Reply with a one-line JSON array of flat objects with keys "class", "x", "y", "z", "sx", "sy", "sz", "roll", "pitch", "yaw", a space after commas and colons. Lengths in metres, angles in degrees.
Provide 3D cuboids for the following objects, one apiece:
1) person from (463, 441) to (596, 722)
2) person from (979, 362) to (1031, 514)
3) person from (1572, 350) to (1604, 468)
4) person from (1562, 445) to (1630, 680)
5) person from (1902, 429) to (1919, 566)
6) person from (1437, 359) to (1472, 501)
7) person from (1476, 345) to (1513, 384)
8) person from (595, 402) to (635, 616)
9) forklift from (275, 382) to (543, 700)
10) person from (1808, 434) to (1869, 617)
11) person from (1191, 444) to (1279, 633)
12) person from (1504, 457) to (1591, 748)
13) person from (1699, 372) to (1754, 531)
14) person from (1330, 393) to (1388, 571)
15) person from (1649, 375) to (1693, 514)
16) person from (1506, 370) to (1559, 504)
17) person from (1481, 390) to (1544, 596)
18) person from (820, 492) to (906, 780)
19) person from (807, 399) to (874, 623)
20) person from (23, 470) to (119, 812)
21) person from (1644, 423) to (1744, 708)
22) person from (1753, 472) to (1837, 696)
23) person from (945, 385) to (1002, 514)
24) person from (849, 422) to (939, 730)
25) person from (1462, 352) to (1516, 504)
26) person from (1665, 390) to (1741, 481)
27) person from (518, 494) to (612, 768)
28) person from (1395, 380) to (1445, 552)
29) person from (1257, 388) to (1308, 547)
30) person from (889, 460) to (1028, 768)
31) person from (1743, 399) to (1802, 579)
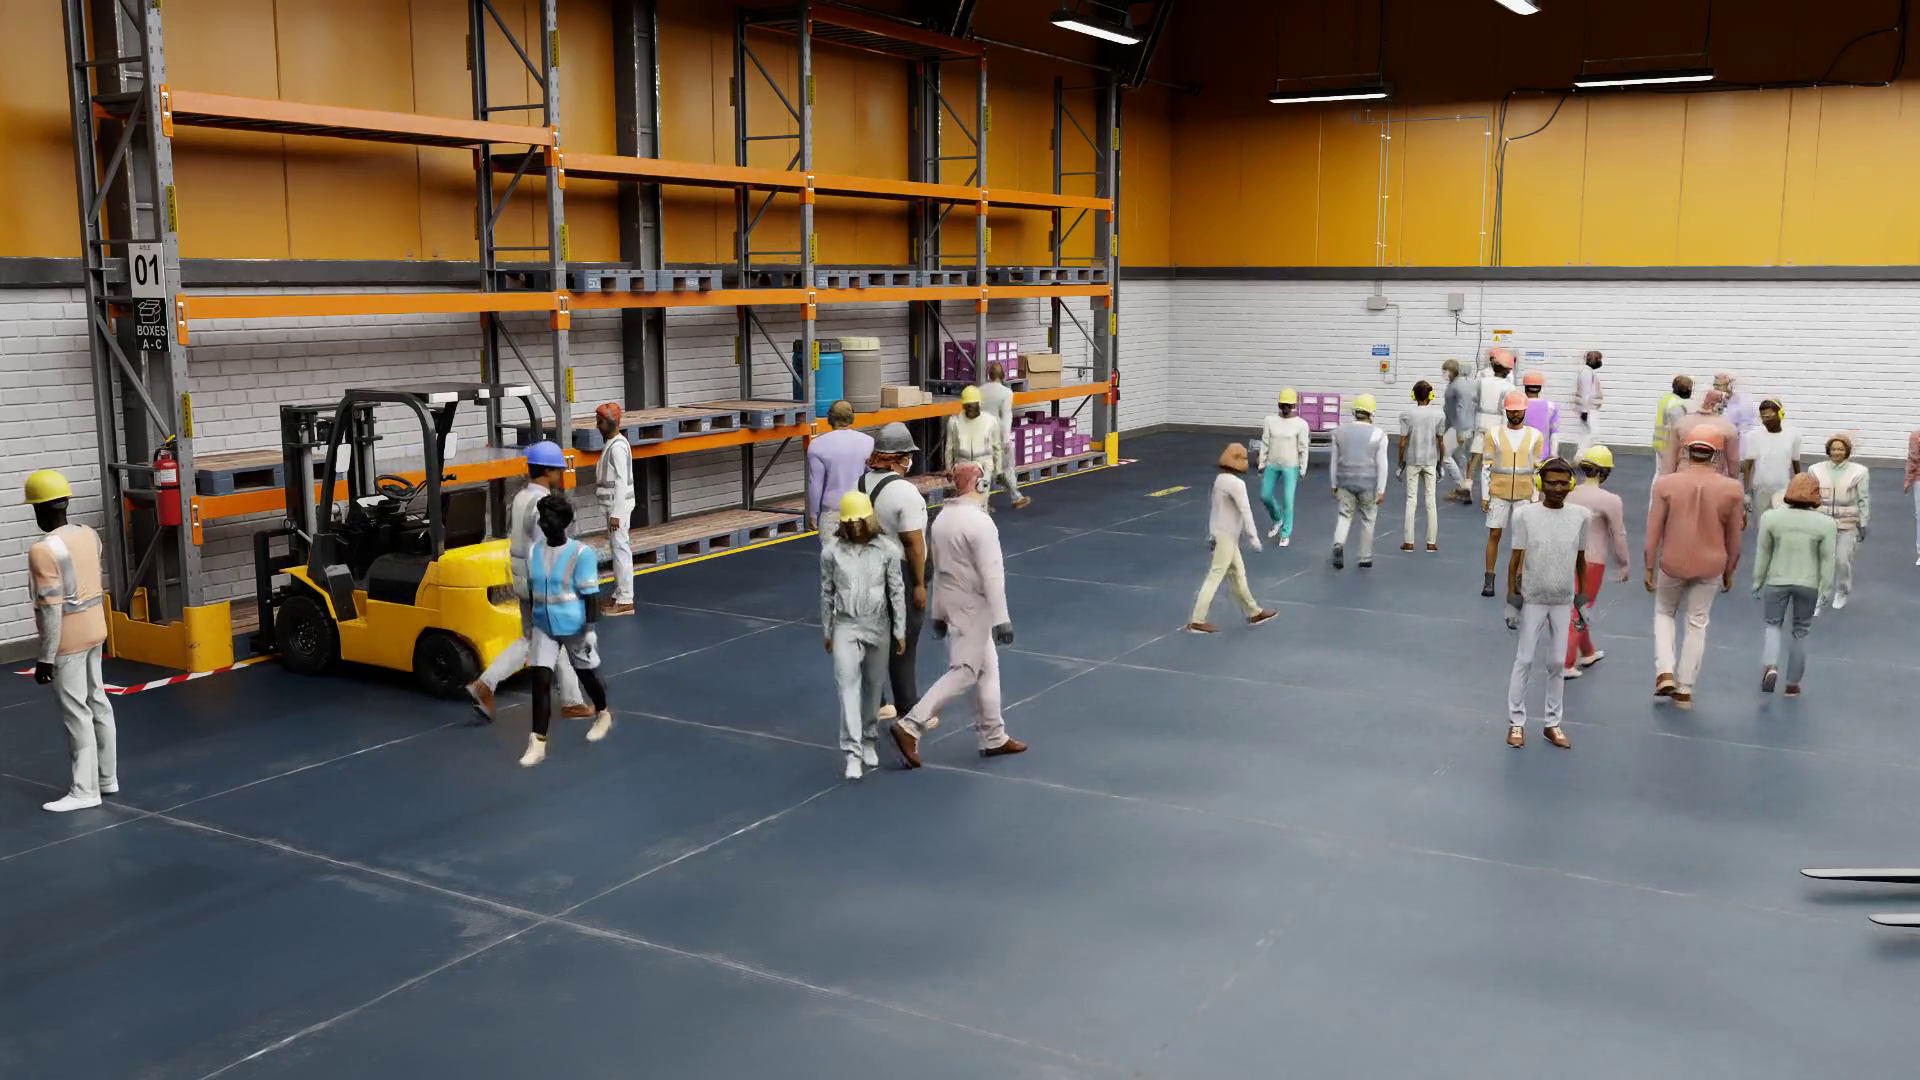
[{"class": "person", "x": -2.859, "y": 0.296, "z": 11.044, "sx": 0.825, "sy": 1.910, "sz": 0.623, "roll": -5, "pitch": 11, "yaw": -31}, {"class": "person", "x": 0.509, "y": -1.285, "z": 20.941, "sx": 0.655, "sy": 1.892, "sz": 0.975, "roll": 8, "pitch": 12, "yaw": 42}, {"class": "person", "x": 9.702, "y": -2.003, "z": 25.650, "sx": 0.448, "sy": 1.828, "sz": 0.656, "roll": 4, "pitch": 10, "yaw": 22}, {"class": "person", "x": 4.733, "y": 0.158, "z": 12.426, "sx": 0.832, "sy": 1.727, "sz": 0.546, "roll": -6, "pitch": 11, "yaw": -35}, {"class": "person", "x": 10.028, "y": -0.596, "z": 17.122, "sx": 0.541, "sy": 1.750, "sz": 0.461, "roll": 6, "pitch": 11, "yaw": 33}, {"class": "person", "x": 6.504, "y": -1.431, "z": 21.851, "sx": 0.462, "sy": 1.897, "sz": 0.743, "roll": 2, "pitch": 9, "yaw": 12}, {"class": "person", "x": 8.121, "y": -1.998, "z": 25.331, "sx": 0.550, "sy": 1.918, "sz": 0.638, "roll": 3, "pitch": 10, "yaw": 20}, {"class": "person", "x": -3.049, "y": -0.276, "z": 14.681, "sx": 0.356, "sy": 1.887, "sz": 0.573, "roll": -3, "pitch": 9, "yaw": -15}, {"class": "forklift", "x": -3.974, "y": -0.067, "z": 12.417, "sx": 2.313, "sy": 2.155, "sz": 1.214, "roll": 5, "pitch": 11, "yaw": 30}, {"class": "person", "x": 7.760, "y": -0.138, "z": 14.733, "sx": 0.519, "sy": 1.623, "sz": 0.759, "roll": 6, "pitch": 11, "yaw": 34}, {"class": "person", "x": 2.318, "y": -0.008, "z": 13.936, "sx": 0.856, "sy": 1.591, "sz": 0.518, "roll": -1, "pitch": 9, "yaw": -9}, {"class": "person", "x": 3.727, "y": 0.397, "z": 10.548, "sx": 0.533, "sy": 1.864, "sz": 0.310, "roll": 0, "pitch": 9, "yaw": 3}, {"class": "person", "x": 8.718, "y": -0.975, "z": 19.013, "sx": 0.685, "sy": 1.890, "sz": 0.657, "roll": -7, "pitch": 11, "yaw": -36}, {"class": "person", "x": 3.985, "y": -0.565, "z": 16.690, "sx": 0.599, "sy": 1.820, "sz": 0.638, "roll": 5, "pitch": 10, "yaw": 29}, {"class": "person", "x": 8.612, "y": -1.093, "z": 20.038, "sx": 0.487, "sy": 1.805, "sz": 0.663, "roll": 1, "pitch": 9, "yaw": 8}, {"class": "person", "x": 6.441, "y": -0.967, "z": 18.877, "sx": 0.570, "sy": 1.919, "sz": 0.650, "roll": 0, "pitch": 9, "yaw": 2}, {"class": "person", "x": 5.128, "y": -0.429, "z": 15.473, "sx": 0.542, "sy": 1.938, "sz": 0.358, "roll": 2, "pitch": 9, "yaw": 11}, {"class": "person", "x": -0.573, "y": 0.573, "z": 9.916, "sx": 0.499, "sy": 1.708, "sz": 0.817, "roll": -1, "pitch": 9, "yaw": -8}, {"class": "person", "x": -1.012, "y": -0.249, "z": 14.352, "sx": 0.635, "sy": 1.937, "sz": 0.361, "roll": -4, "pitch": 10, "yaw": -22}, {"class": "person", "x": -5.008, "y": 0.563, "z": 9.328, "sx": 0.384, "sy": 1.924, "sz": 0.589, "roll": 0, "pitch": 9, "yaw": 0}, {"class": "person", "x": 5.079, "y": 0.180, "z": 11.555, "sx": 0.631, "sy": 1.970, "sz": 0.443, "roll": 3, "pitch": 10, "yaw": 17}, {"class": "person", "x": 5.878, "y": 0.327, "z": 11.737, "sx": 0.518, "sy": 1.617, "sz": 0.458, "roll": 5, "pitch": 11, "yaw": 31}, {"class": "person", "x": 0.150, "y": -0.816, "z": 18.301, "sx": 0.625, "sy": 1.805, "sz": 0.650, "roll": 1, "pitch": 9, "yaw": 6}, {"class": "person", "x": -0.416, "y": 0.232, "z": 11.028, "sx": 0.537, "sy": 2.000, "sz": 0.675, "roll": -8, "pitch": 12, "yaw": -39}, {"class": "person", "x": 6.923, "y": -1.462, "z": 21.767, "sx": 0.628, "sy": 1.994, "sz": 1.008, "roll": 7, "pitch": 12, "yaw": 38}, {"class": "person", "x": 7.501, "y": -0.581, "z": 16.706, "sx": 0.927, "sy": 1.852, "sz": 0.671, "roll": -7, "pitch": 12, "yaw": -38}, {"class": "person", "x": -2.466, "y": 0.527, "z": 10.413, "sx": 0.540, "sy": 1.664, "sz": 0.849, "roll": 3, "pitch": 10, "yaw": 19}, {"class": "person", "x": 4.984, "y": -0.795, "z": 17.990, "sx": 0.518, "sy": 1.865, "sz": 0.327, "roll": 1, "pitch": 9, "yaw": 9}, {"class": "person", "x": 3.585, "y": -0.818, "z": 18.454, "sx": 0.575, "sy": 1.755, "sz": 0.490, "roll": 5, "pitch": 11, "yaw": 30}, {"class": "person", "x": -0.013, "y": 0.451, "z": 10.218, "sx": 0.880, "sy": 1.865, "sz": 0.701, "roll": -3, "pitch": 10, "yaw": -18}, {"class": "person", "x": 7.851, "y": -0.455, "z": 16.078, "sx": 0.530, "sy": 1.807, "sz": 1.007, "roll": 5, "pitch": 10, "yaw": 29}]
